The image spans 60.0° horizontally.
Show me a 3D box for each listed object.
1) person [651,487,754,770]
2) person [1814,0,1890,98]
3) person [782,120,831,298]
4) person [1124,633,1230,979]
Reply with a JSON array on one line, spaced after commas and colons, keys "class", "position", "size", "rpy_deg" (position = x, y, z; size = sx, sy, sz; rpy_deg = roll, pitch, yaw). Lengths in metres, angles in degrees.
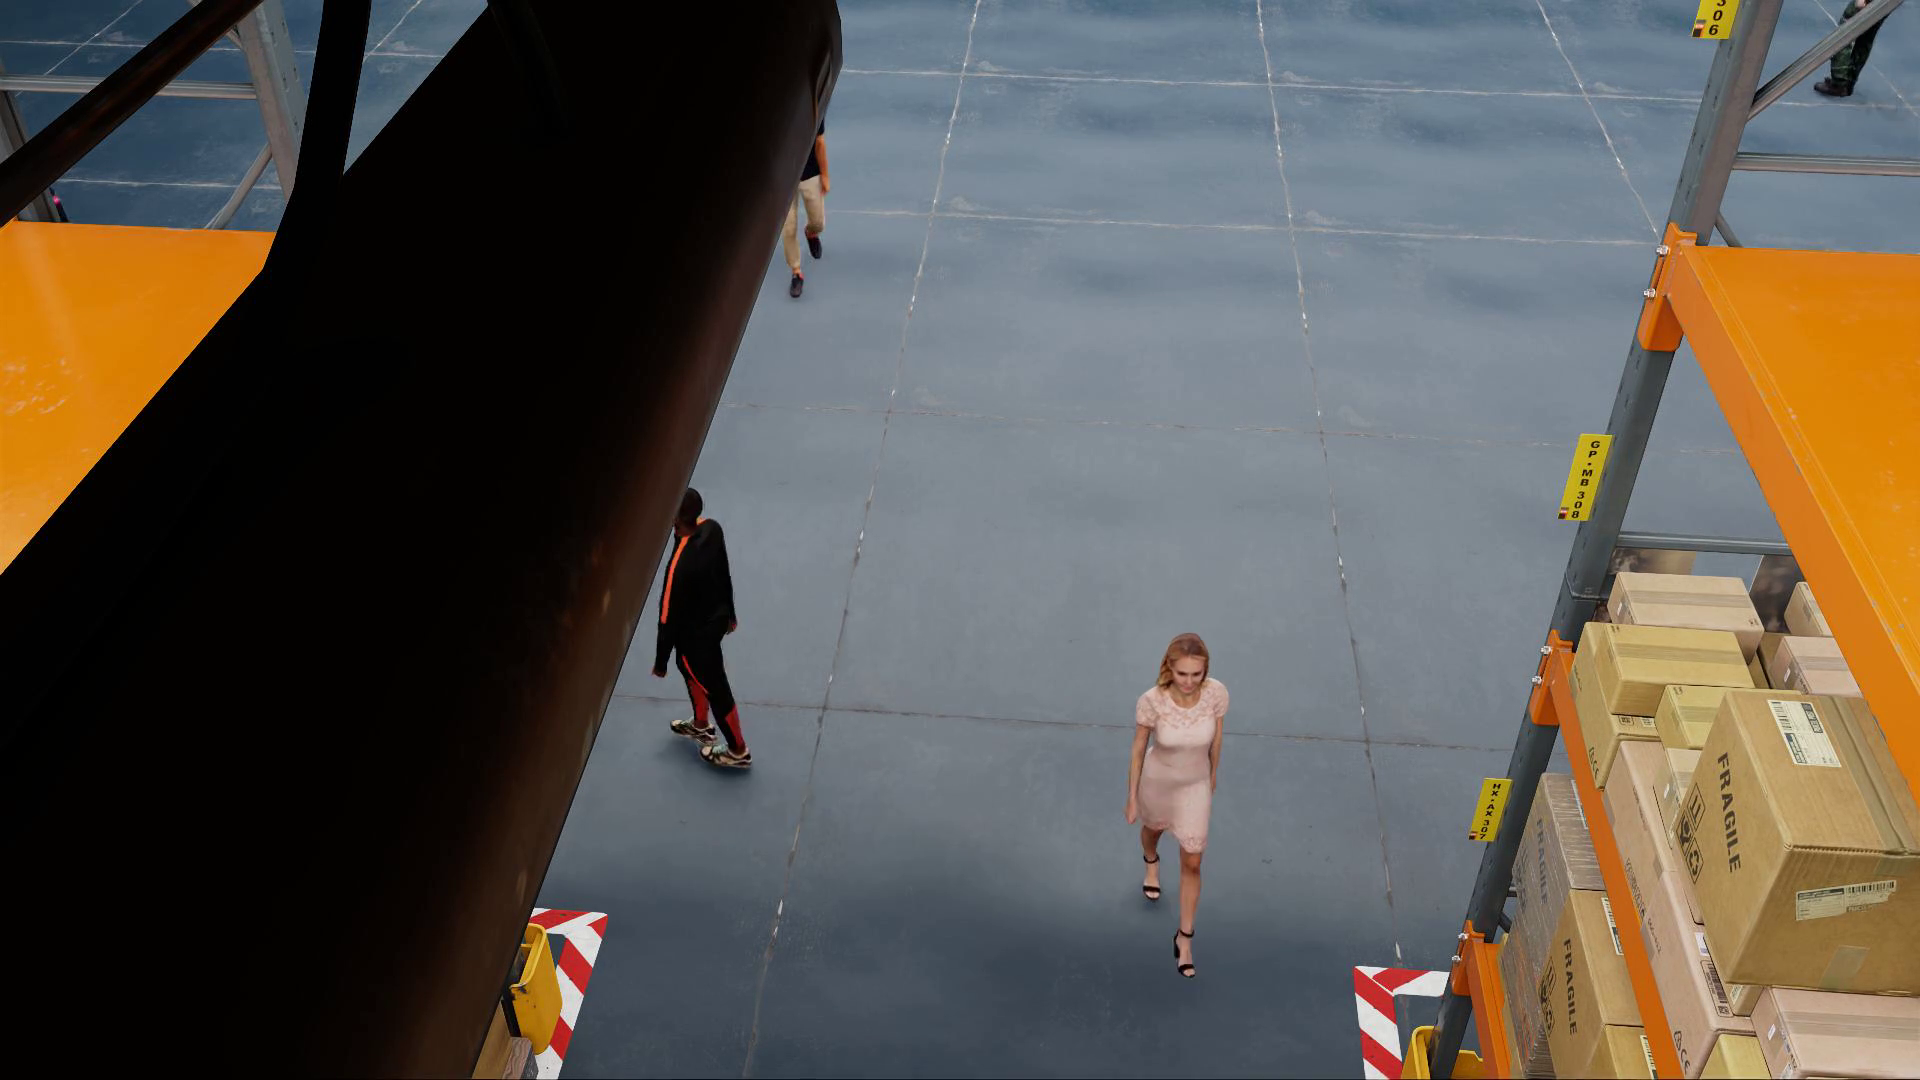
[{"class": "person", "position": [-1.224, 0.487, 8.417], "size": [0.806, 1.796, 0.771], "rpy_deg": [11, 39, 13]}, {"class": "person", "position": [8.513, -5.011, 15.365], "size": [0.832, 1.895, 0.853], "rpy_deg": [-17, 41, -20]}, {"class": "person", "position": [-1.225, -2.776, 12.555], "size": [0.741, 1.838, 0.943], "rpy_deg": [-3, 38, -4]}, {"class": "person", "position": [0.973, 1.065, 7.676], "size": [0.658, 1.800, 1.010], "rpy_deg": [-1, 38, -1]}]
